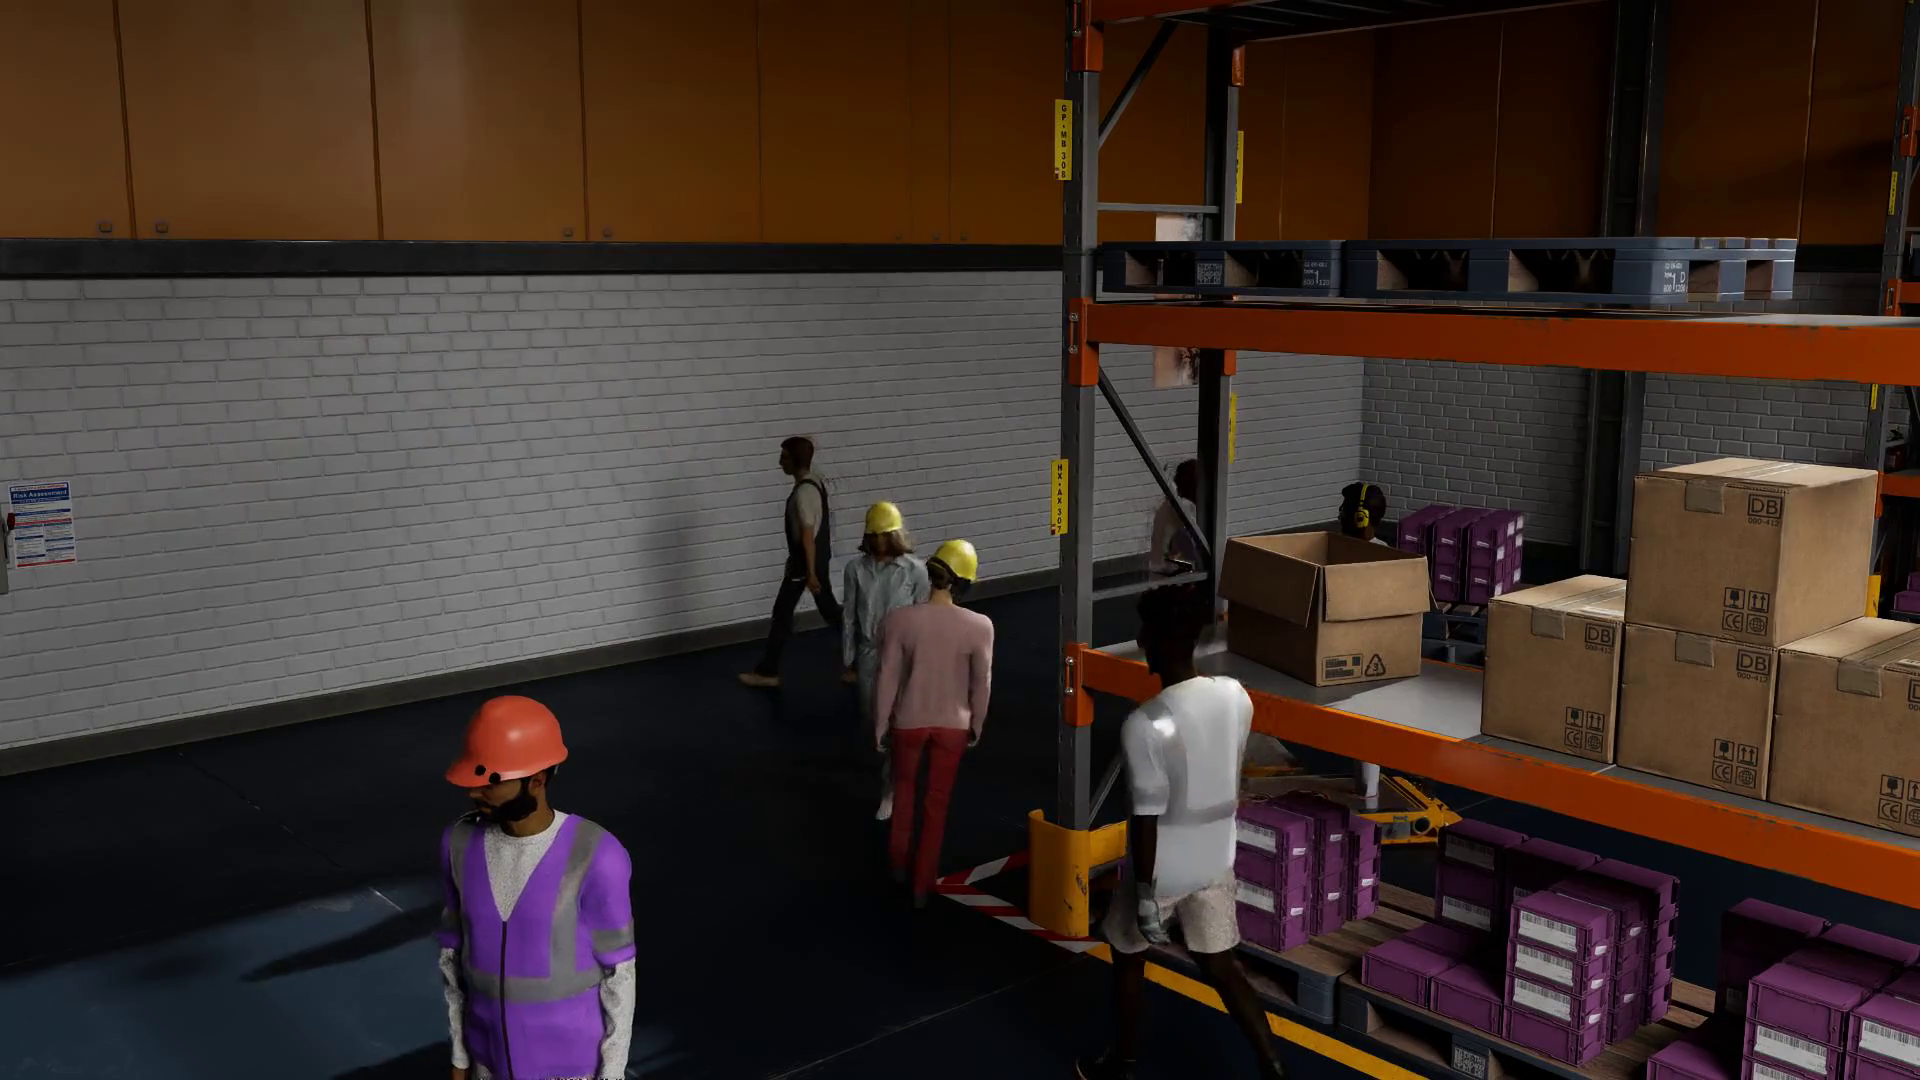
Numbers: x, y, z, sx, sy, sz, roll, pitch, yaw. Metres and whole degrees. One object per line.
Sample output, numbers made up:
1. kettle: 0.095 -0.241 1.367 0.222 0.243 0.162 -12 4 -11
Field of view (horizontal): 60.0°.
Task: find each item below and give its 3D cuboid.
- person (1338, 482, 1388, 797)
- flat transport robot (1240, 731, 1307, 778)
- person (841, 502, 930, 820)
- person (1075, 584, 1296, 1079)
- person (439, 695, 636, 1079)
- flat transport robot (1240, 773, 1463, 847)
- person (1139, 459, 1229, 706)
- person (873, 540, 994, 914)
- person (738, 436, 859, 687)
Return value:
1. person: 2.080 0.626 8.714 0.329 1.872 0.507 3 10 19
2. flat transport robot: 1.526 1.255 9.708 0.652 0.197 1.431 -1 10 -4
3. person: -0.388 0.618 9.238 0.504 1.720 0.743 3 10 17
4. person: 0.806 1.105 5.732 0.605 1.934 0.900 -7 12 -37
5. person: -1.117 1.338 4.357 0.547 1.934 0.376 3 10 16
6. flat transport robot: 1.891 1.425 8.713 1.431 0.197 0.652 -1 10 -7
7. person: 1.480 0.413 10.168 0.944 1.791 0.646 -1 10 -4
8. person: -0.120 0.849 7.805 0.557 1.722 0.634 0 10 2
9. person: -1.044 0.158 11.694 0.975 1.803 0.530 1 10 8
